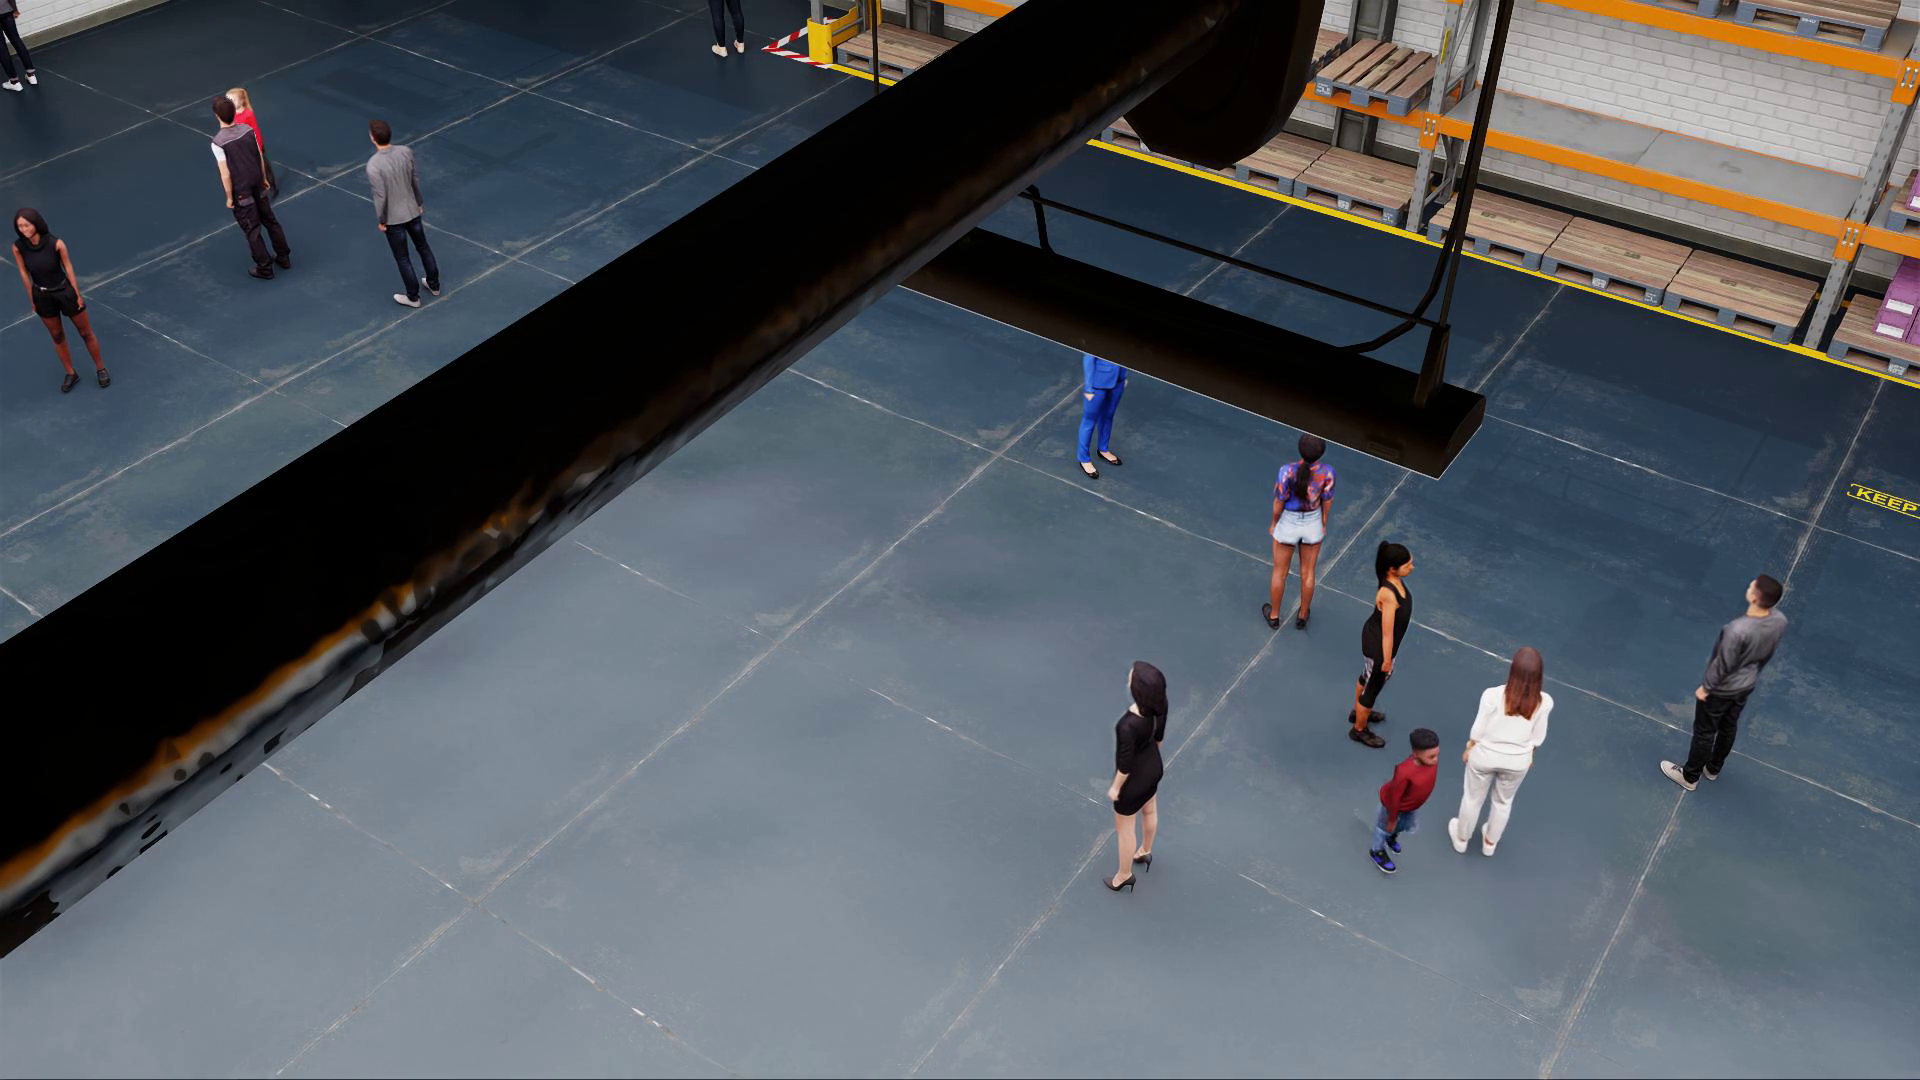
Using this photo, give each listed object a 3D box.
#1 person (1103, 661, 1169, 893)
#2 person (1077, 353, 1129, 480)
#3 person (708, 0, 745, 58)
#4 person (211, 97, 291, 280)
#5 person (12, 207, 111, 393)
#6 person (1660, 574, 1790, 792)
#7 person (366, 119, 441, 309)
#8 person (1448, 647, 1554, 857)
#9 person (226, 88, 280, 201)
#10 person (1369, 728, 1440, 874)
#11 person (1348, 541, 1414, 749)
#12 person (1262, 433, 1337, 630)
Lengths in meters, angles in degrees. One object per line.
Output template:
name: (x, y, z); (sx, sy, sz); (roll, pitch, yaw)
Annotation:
person: (1.088, 1.455, 10.164); (0.513, 1.805, 0.607); (29, 47, 31)
person: (1.183, -1.318, 13.721); (0.670, 1.700, 0.631); (-27, 46, -29)
person: (-2.944, -6.941, 20.675); (0.740, 1.809, 0.744); (-20, 43, -23)
person: (-6.972, -3.447, 16.269); (0.571, 1.848, 0.643); (21, 43, 25)
person: (-7.986, -2.136, 14.713); (0.669, 1.741, 0.714); (-9, 40, -11)
person: (5.029, 0.930, 10.858); (0.702, 1.761, 0.715); (-15, 41, -18)
person: (-5.323, -3.116, 15.832); (0.584, 1.874, 0.674); (25, 45, 28)
person: (3.385, 1.343, 10.399); (0.650, 1.688, 0.753); (3, 39, 4)
person: (-7.507, -4.195, 17.692); (0.838, 1.240, 0.775); (5, 39, 7)
person: (2.741, 1.589, 10.453); (0.620, 1.236, 0.660); (-22, 43, -25)
person: (2.847, 0.683, 11.247); (0.641, 1.660, 0.648); (7, 39, 8)
person: (2.469, -0.079, 12.135); (0.628, 1.743, 0.731); (1, 39, 2)
